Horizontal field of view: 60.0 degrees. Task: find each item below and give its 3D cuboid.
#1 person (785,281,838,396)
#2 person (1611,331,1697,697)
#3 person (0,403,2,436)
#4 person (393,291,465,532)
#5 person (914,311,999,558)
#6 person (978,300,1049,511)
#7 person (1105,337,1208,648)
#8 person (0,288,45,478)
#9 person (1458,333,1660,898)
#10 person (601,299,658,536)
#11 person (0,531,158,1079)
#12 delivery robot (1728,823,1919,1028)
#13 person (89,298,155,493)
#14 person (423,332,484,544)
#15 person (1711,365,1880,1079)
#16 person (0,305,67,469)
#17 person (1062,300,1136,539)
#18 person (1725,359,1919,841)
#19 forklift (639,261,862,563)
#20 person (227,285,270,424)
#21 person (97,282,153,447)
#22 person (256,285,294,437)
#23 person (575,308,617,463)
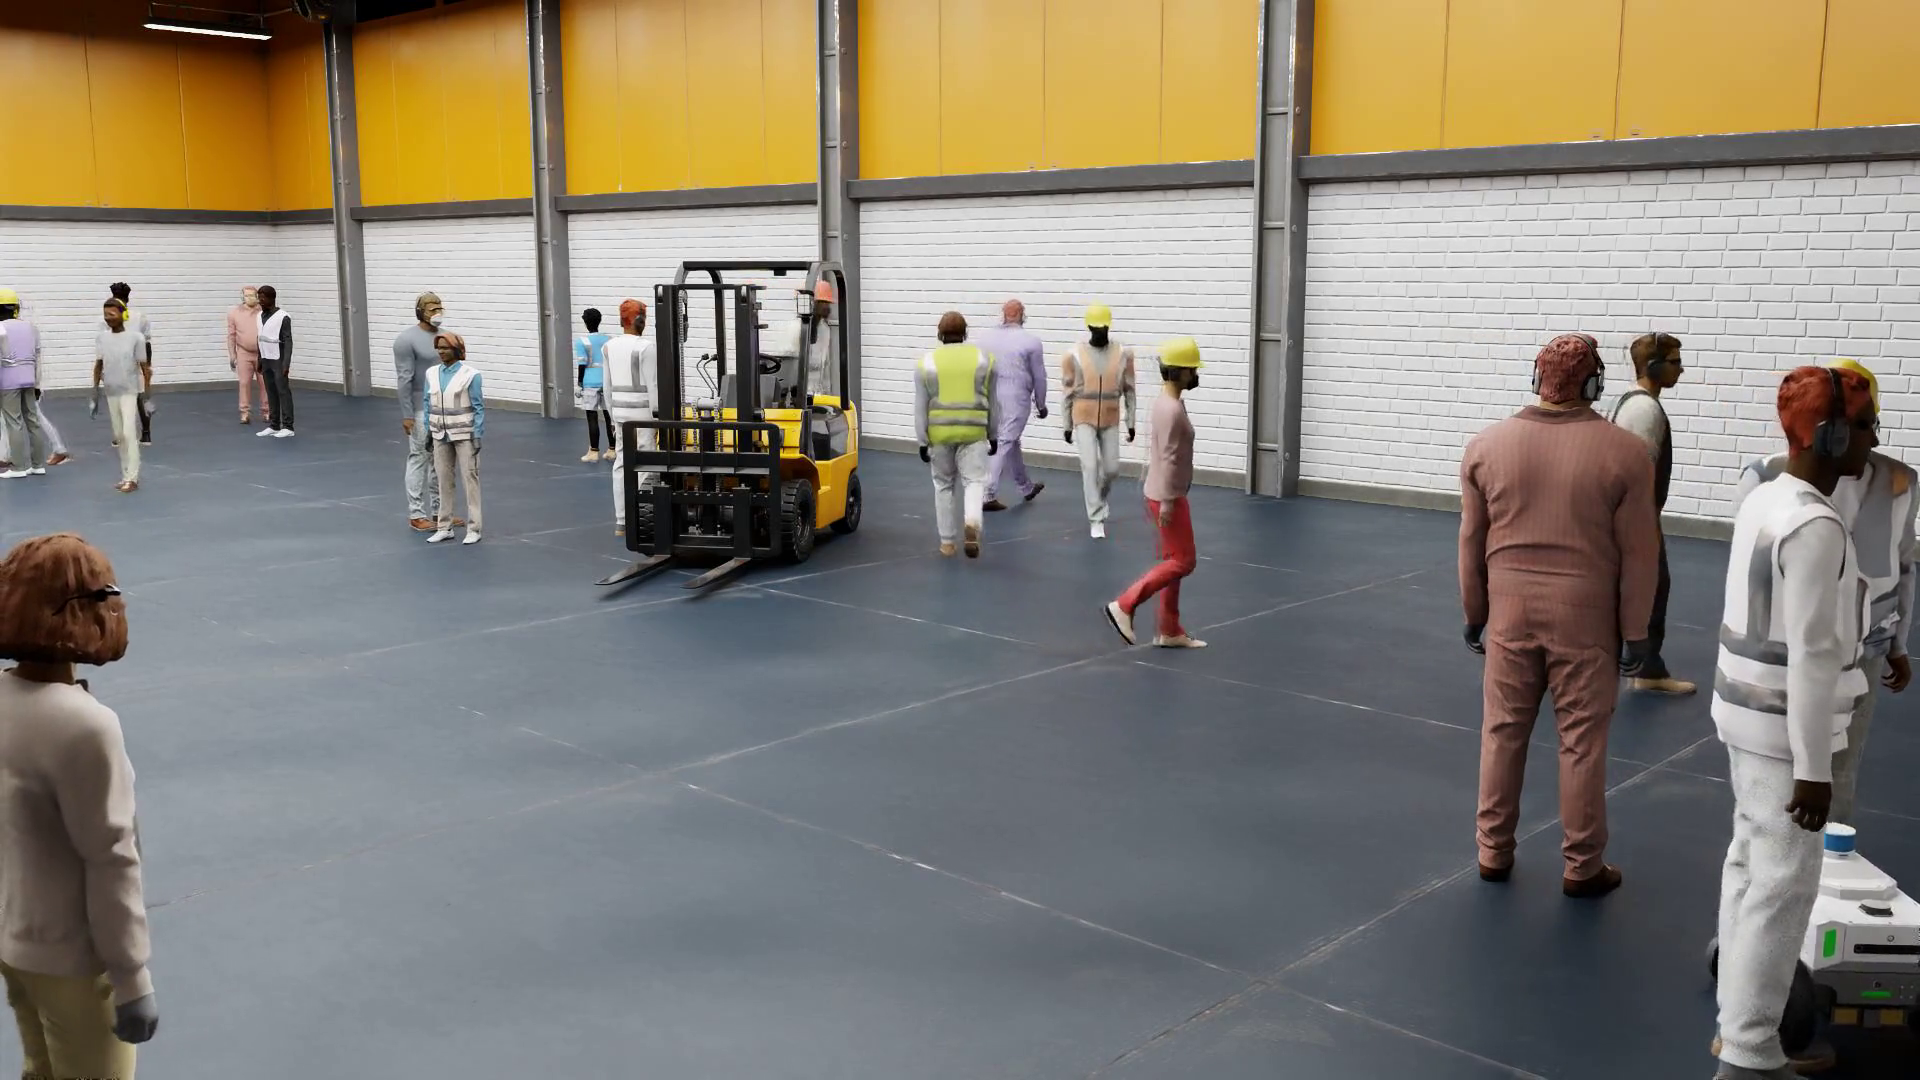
[{"bbox_3d":[-1.378,-1.362,15.259,0.651,2.006,0.633,4,10,22],"label":"person"},{"bbox_3d":[3.274,-0.115,8.201,0.722,1.823,0.524,3,10,20],"label":"person"},{"bbox_3d":[-11.287,-1.987,19.375,0.670,1.917,0.555,4,10,24],"label":"person"},{"bbox_3d":[-4.291,-1.041,13.507,0.366,1.938,0.630,5,11,28],"label":"person"},{"bbox_3d":[-0.025,-0.752,12.090,0.632,1.822,0.738,0,9,0],"label":"person"},{"bbox_3d":[0.494,-1.196,14.748,0.641,1.836,1.021,8,12,41],"label":"person"},{"bbox_3d":[1.114,-0.239,9.170,0.482,1.756,0.532,0,9,3],"label":"person"},{"bbox_3d":[-9.602,-1.587,16.884,0.369,1.928,0.586,3,10,20],"label":"person"},{"bbox_3d":[2.029,0.255,5.661,0.650,1.907,0.409,6,11,34],"label":"person"},{"bbox_3d":[-2.563,-0.955,13.145,0.574,1.886,0.356,6,11,34],"label":"person"},{"bbox_3d":[-1.690,0.796,3.197,0.503,1.634,0.298,8,12,41],"label":"person"},{"bbox_3d":[2.448,1.041,4.686,0.477,0.478,0.707,1,9,4],"label":"delivery robot"},{"bbox_3d":[-8.021,-1.385,15.912,0.558,1.869,0.479,1,9,8],"label":"person"},{"bbox_3d":[-3.905,-0.784,12.842,0.512,1.642,0.311,3,10,17],"label":"person"},{"bbox_3d":[2.117,0.499,4.234,0.373,1.880,0.591,3,10,16],"label":"person"},{"bbox_3d":[-9.988,-1.665,17.711,0.565,1.862,0.757,5,11,30],"label":"person"},{"bbox_3d":[1.092,-0.976,13.291,0.604,1.888,0.745,-1,9,-5],"label":"person"},{"bbox_3d":[2.840,0.329,5.490,0.600,1.841,0.411,1,9,5],"label":"person"},{"bbox_3d":[-1.552,-1.040,12.721,1.214,2.155,2.313,2,9,11],"label":"forklift"},{"bbox_3d":[-9.676,-2.537,22.784,0.651,1.906,0.403,-4,10,-24],"label":"person"},{"bbox_3d":[-9.945,-2.088,19.838,0.361,1.964,0.613,8,12,40],"label":"person"},{"bbox_3d":[-8.665,-2.251,21.039,0.587,1.903,0.391,6,11,31],"label":"person"},{"bbox_3d":[-3.994,-1.696,18.273,0.321,1.693,0.530,8,12,40],"label":"person"}]
